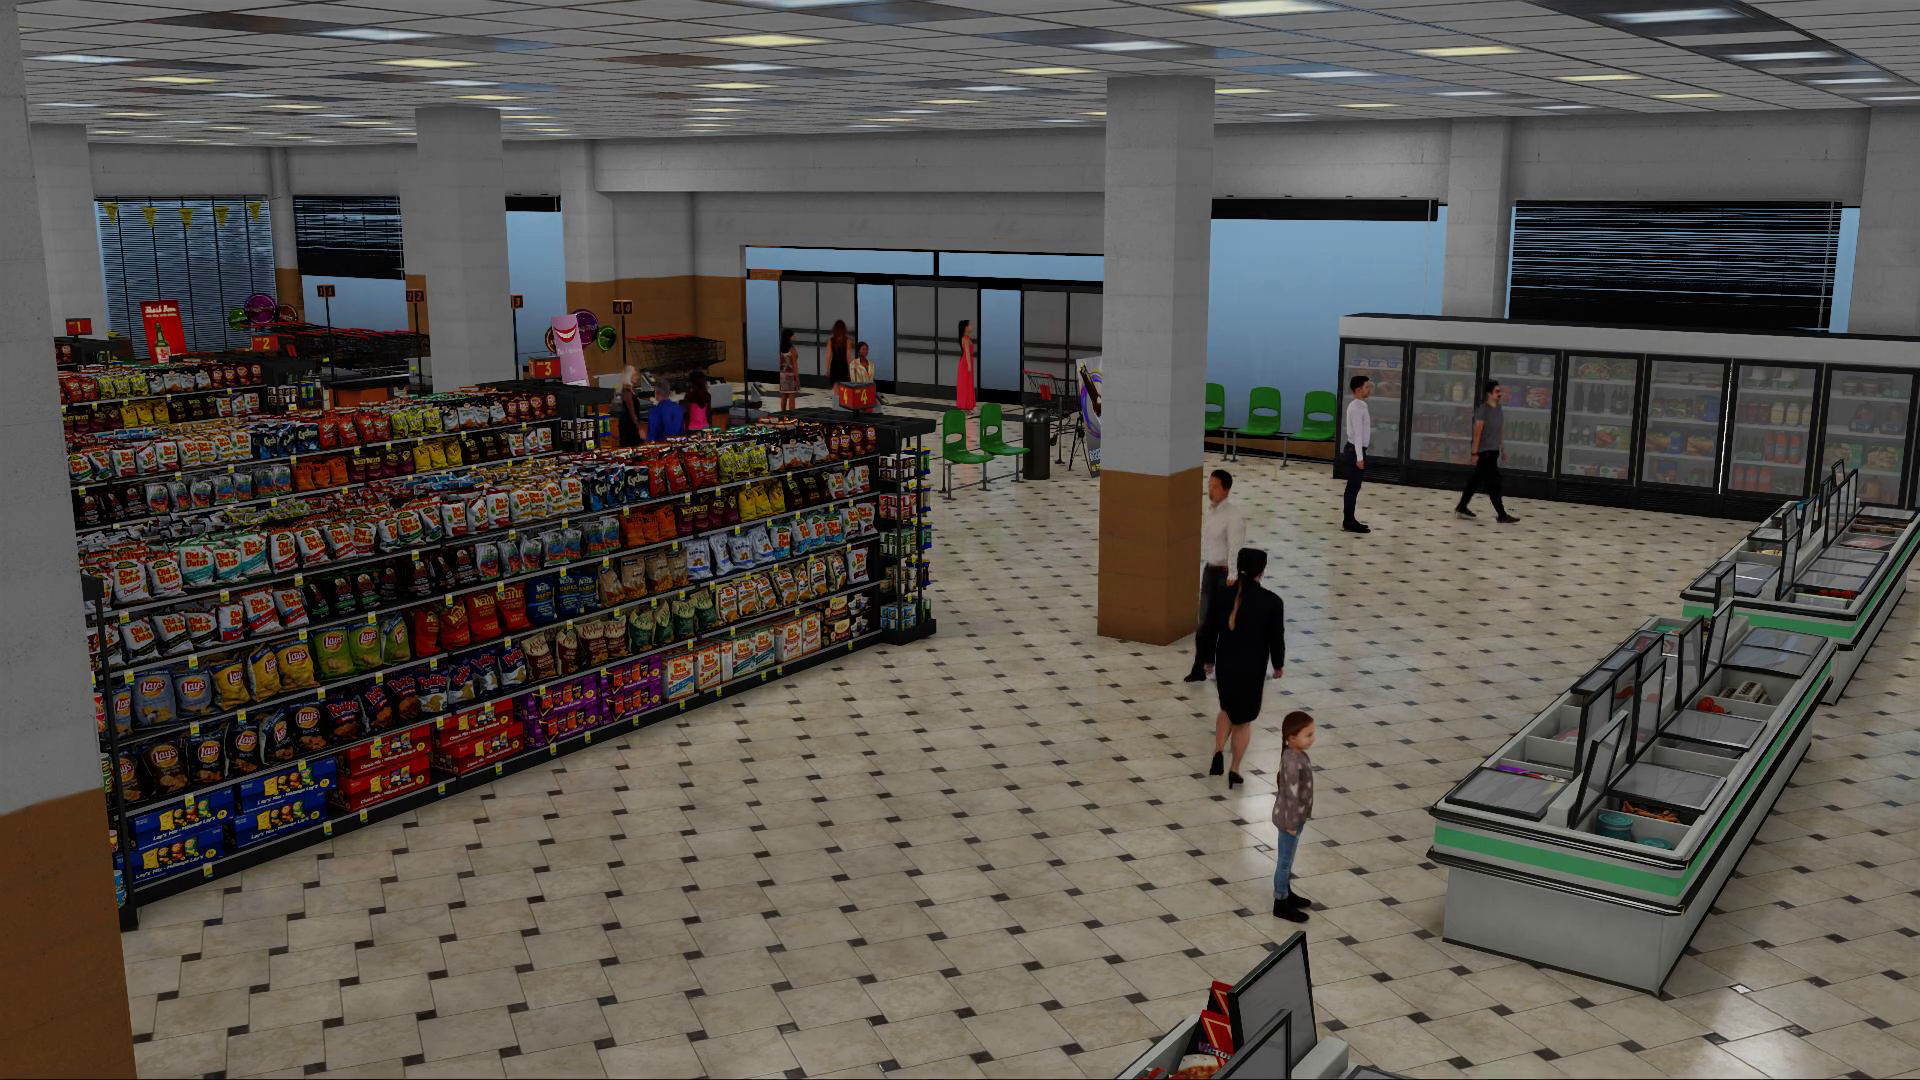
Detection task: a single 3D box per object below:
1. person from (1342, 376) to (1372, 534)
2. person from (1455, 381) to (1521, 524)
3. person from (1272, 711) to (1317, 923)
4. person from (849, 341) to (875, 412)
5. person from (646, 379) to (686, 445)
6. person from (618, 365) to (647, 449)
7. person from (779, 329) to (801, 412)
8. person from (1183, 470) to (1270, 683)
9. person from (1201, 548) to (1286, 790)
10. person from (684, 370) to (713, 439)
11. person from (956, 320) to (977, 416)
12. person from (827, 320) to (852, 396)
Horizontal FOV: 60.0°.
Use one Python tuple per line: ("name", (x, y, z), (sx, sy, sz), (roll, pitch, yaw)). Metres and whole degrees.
("person", (4.746, -1.045, 19.965), (0.766, 1.868, 0.657), (2, 12, 11))
("person", (6.418, -1.072, 20.476), (0.809, 1.710, 1.109), (11, 16, 43))
("person", (1.866, 1.532, 9.363), (0.598, 1.194, 0.474), (4, 12, 17))
("person", (-1.481, -2.125, 25.272), (0.568, 1.793, 0.714), (-9, 15, -36))
("person", (-3.451, -0.997, 19.869), (0.812, 1.813, 0.705), (7, 14, 30))
("person", (-4.539, -1.493, 22.440), (0.908, 1.724, 0.865), (-2, 12, -8))
("person", (-3.014, -2.884, 29.247), (0.617, 1.642, 0.701), (-10, 16, -40))
("person", (2.260, 0.303, 13.791), (1.223, 1.773, 0.952), (-6, 13, -25))
("person", (1.888, 0.904, 11.225), (0.758, 1.656, 0.736), (5, 13, 21))
("person", (-3.452, -1.390, 21.959), (0.602, 1.721, 0.705), (-7, 14, -31))
("person", (0.115, -3.152, 30.313), (0.771, 1.728, 0.701), (-1, 12, -6))
("person", (-2.081, -2.832, 28.693), (1.098, 1.768, 1.193), (-2, 12, -7))
